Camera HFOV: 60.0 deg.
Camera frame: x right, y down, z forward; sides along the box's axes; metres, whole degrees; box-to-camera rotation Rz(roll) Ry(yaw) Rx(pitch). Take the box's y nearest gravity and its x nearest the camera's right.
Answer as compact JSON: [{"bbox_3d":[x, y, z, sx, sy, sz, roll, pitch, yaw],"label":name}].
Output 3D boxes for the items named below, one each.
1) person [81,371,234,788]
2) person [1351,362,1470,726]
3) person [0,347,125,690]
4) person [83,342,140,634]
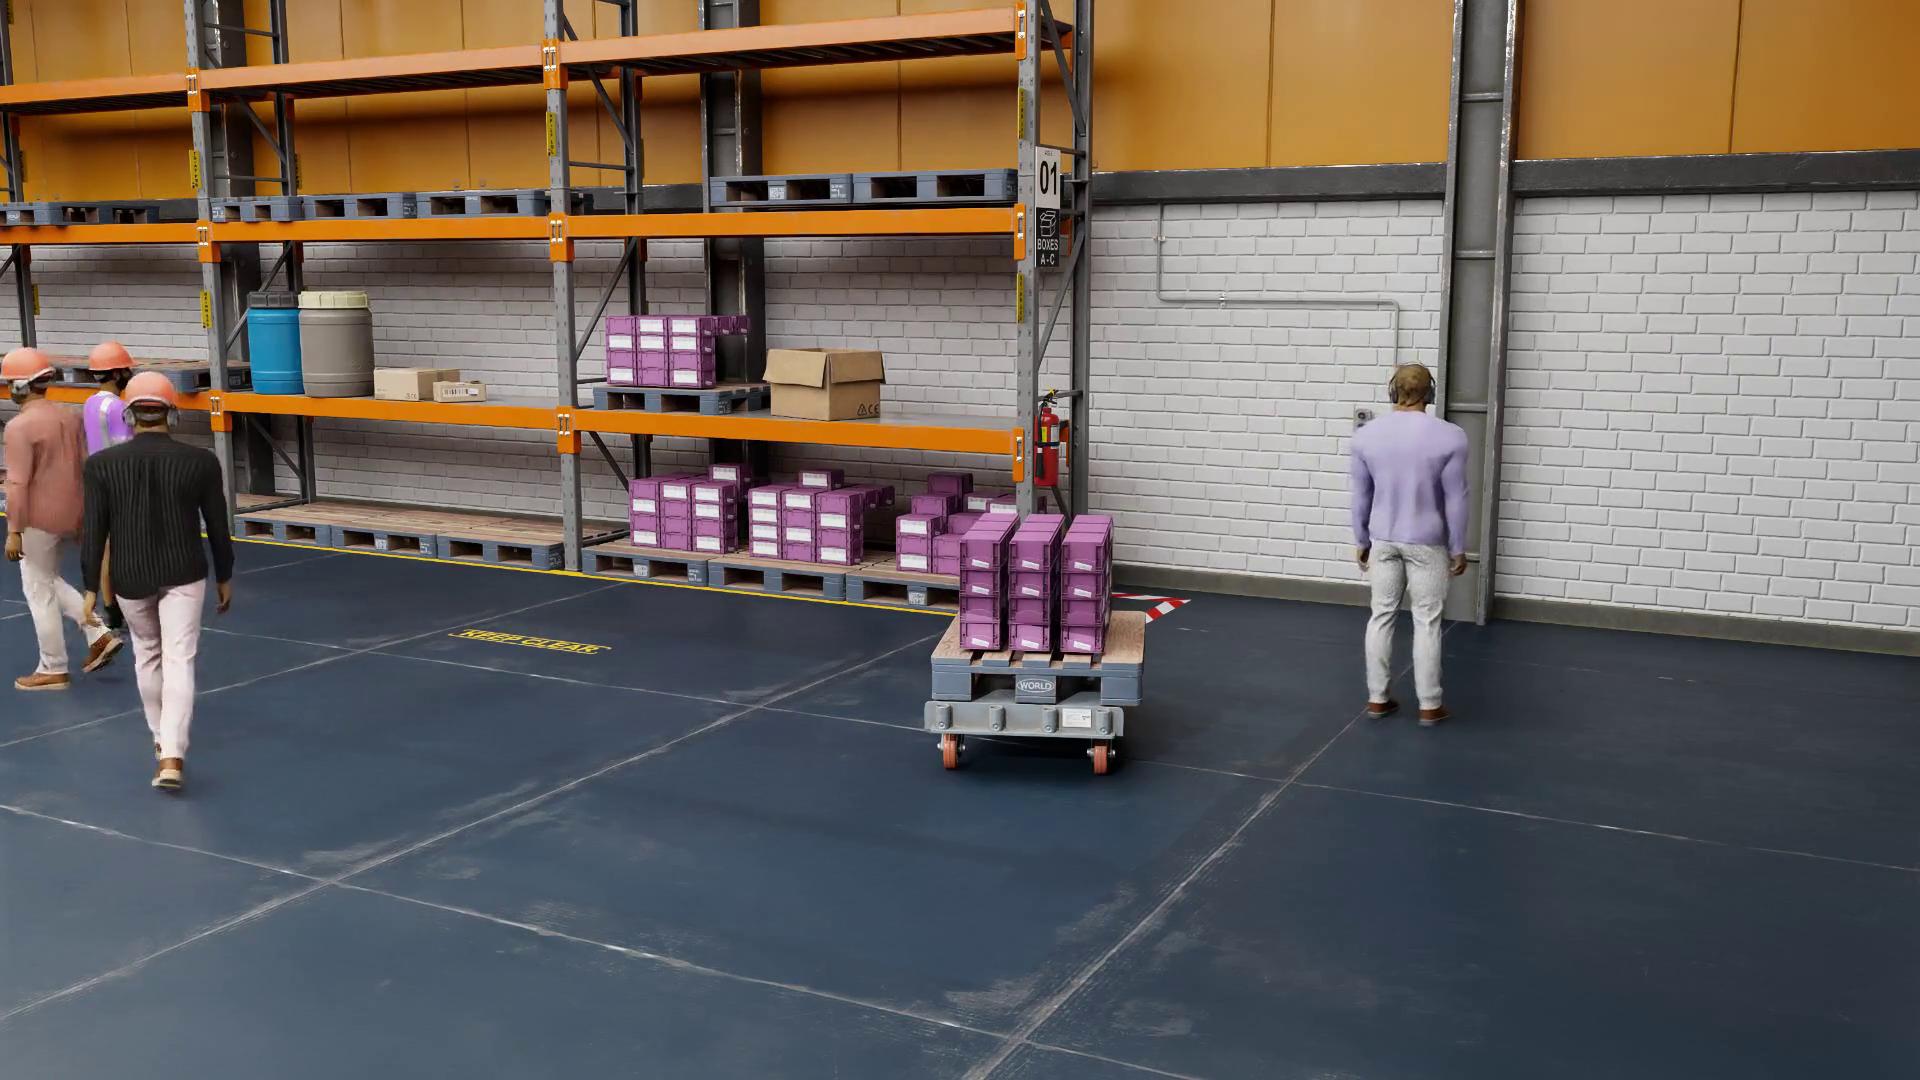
[{"bbox_3d":[-3.801,0.181,7.882,0.659,1.946,1.012,-3,10,-18],"label":"person"},{"bbox_3d":[2.388,0.021,8.863,0.628,1.934,0.386,6,11,34],"label":"person"},{"bbox_3d":[-5.230,-0.110,9.525,0.466,1.982,0.617,0,9,-3],"label":"person"},{"bbox_3d":[-5.585,-0.344,11.075,0.545,1.942,0.354,8,12,40],"label":"person"}]
